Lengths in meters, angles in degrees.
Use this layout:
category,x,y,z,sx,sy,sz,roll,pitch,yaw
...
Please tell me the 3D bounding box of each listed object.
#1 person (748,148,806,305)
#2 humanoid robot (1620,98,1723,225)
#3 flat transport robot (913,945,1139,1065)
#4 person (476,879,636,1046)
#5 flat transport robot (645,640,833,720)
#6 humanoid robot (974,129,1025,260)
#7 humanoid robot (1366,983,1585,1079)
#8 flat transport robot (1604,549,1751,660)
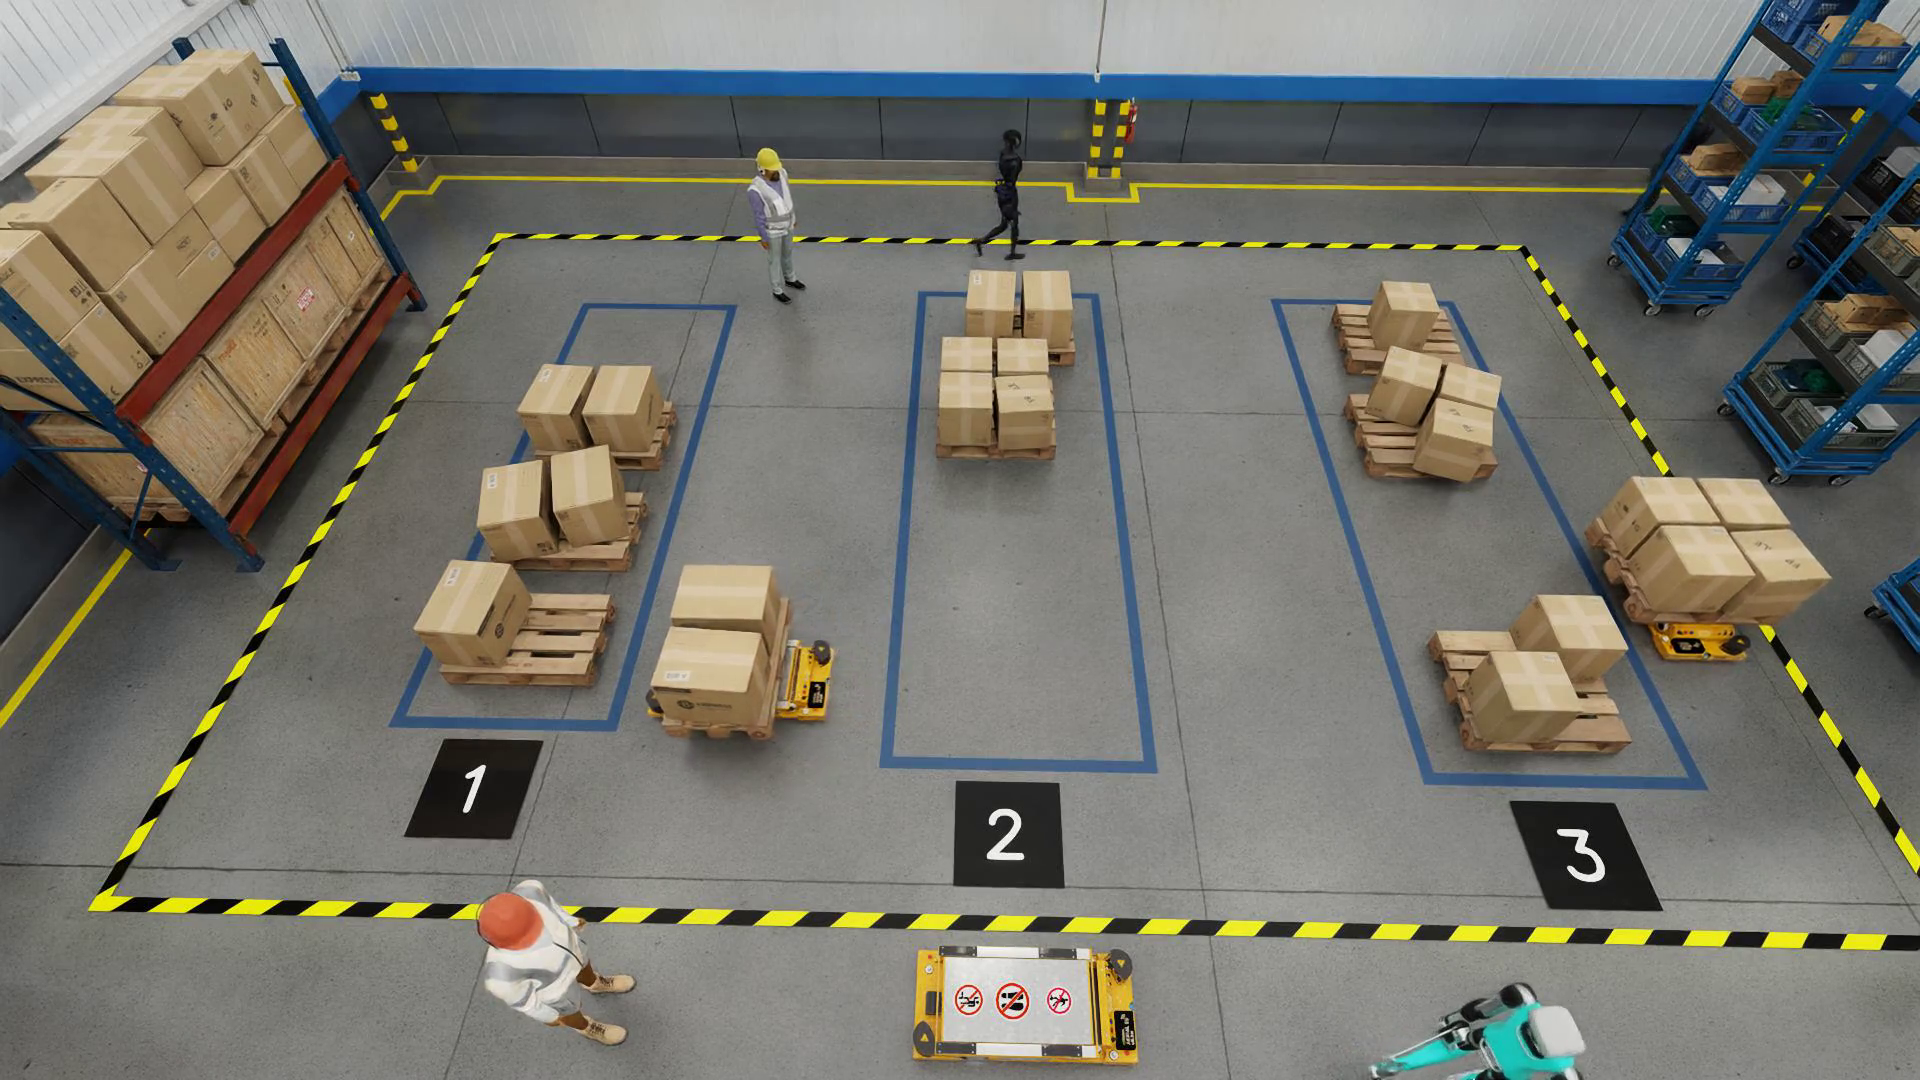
category,x,y,z,sx,sy,sz,roll,pitch,yaw
person,-2.044,-3.551,10.381,0.428,1.830,0.603,24,55,18
humanoid robot,8.895,-4.679,11.398,0.601,1.642,0.532,-17,53,-13
flat transport robot,0.422,3.041,6.007,1.431,0.231,0.659,1,51,1
person,-2.318,2.471,5.332,0.391,2.035,0.613,-1,51,-1
flat transport robot,-1.798,1.136,7.542,1.431,0.197,0.652,1,51,1
humanoid robot,0.506,-4.071,10.902,0.599,1.633,0.609,-8,51,-6
humanoid robot,2.761,2.962,5.121,1.033,1.730,0.543,-10,52,-8
flat transport robot,6.300,0.404,8.138,0.652,0.197,1.431,1,51,1
